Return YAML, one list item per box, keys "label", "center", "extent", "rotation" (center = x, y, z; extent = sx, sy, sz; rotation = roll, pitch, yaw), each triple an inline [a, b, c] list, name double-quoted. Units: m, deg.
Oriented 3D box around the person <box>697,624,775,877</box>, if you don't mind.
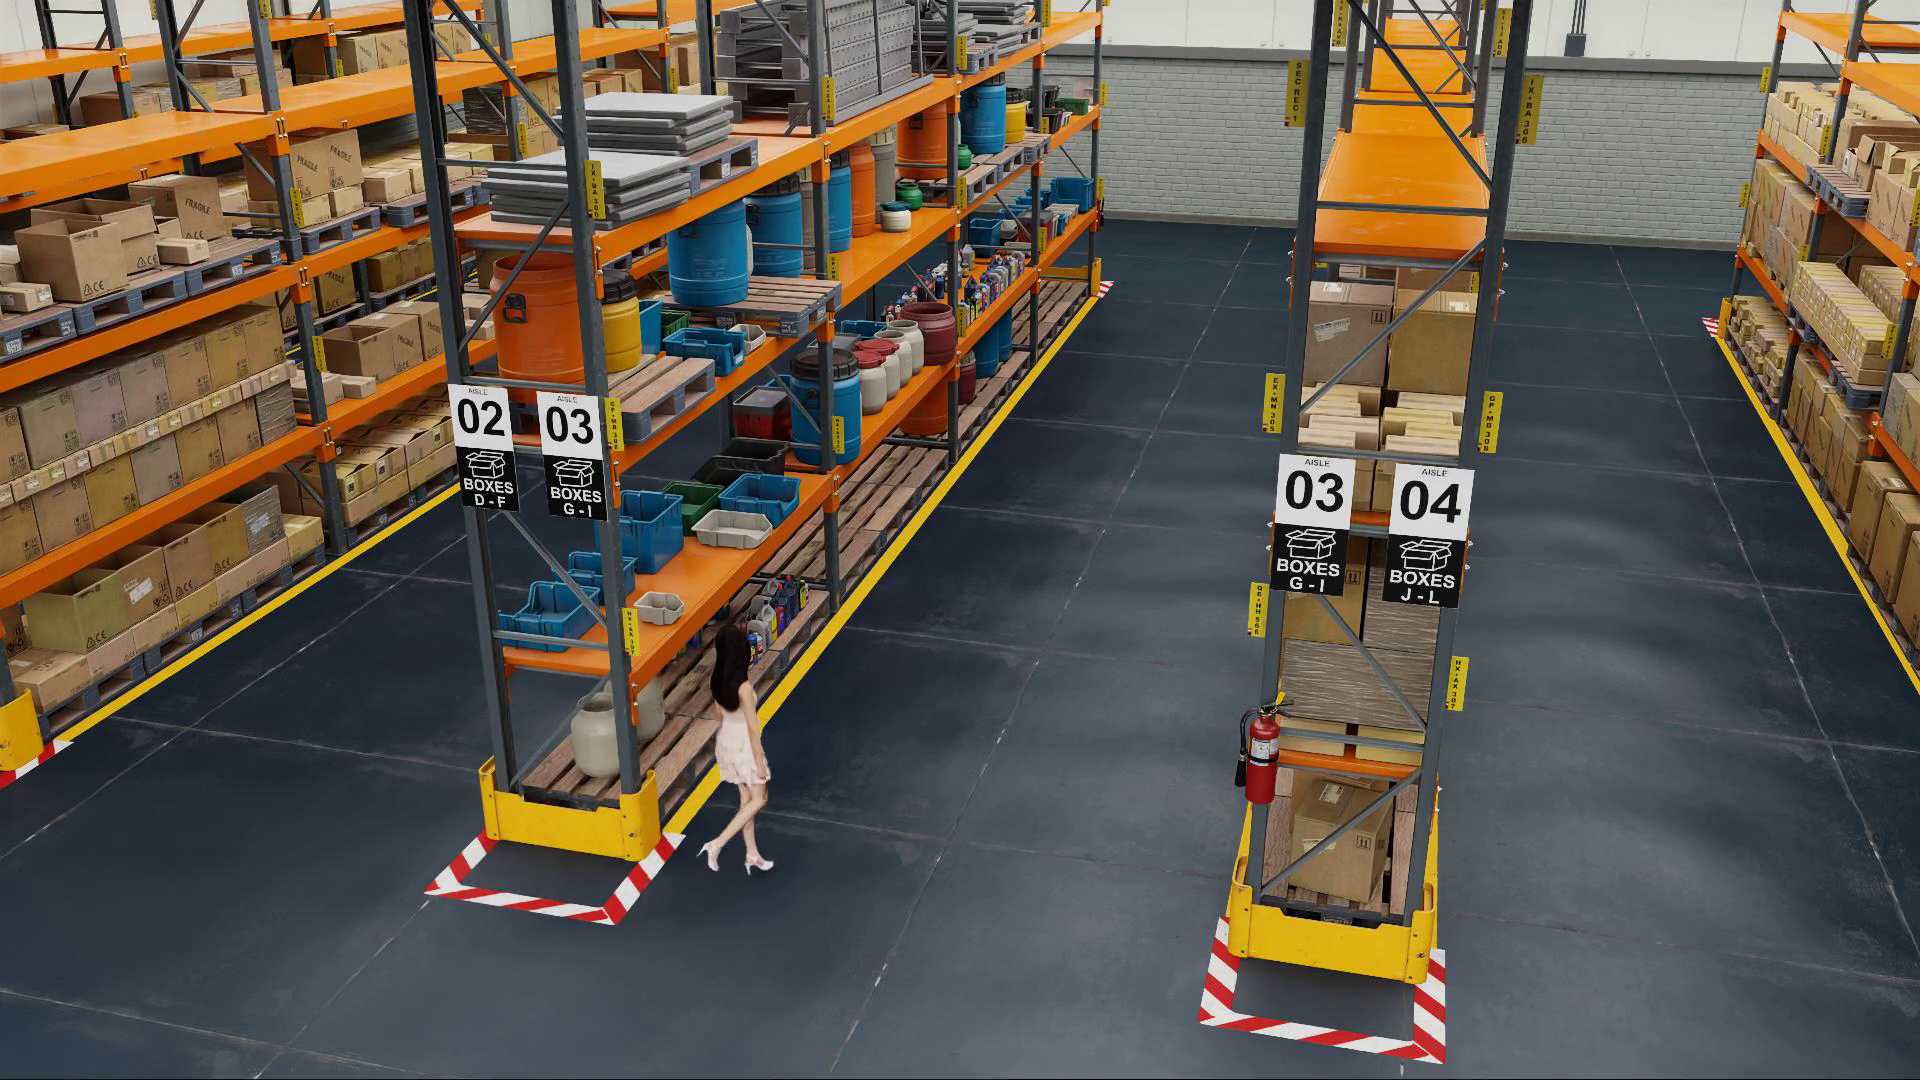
- label: "person"
  center: [-1.465, 1.386, 10.483]
  extent: [0.896, 1.712, 0.819]
  rotation: [-16, 27, -33]
